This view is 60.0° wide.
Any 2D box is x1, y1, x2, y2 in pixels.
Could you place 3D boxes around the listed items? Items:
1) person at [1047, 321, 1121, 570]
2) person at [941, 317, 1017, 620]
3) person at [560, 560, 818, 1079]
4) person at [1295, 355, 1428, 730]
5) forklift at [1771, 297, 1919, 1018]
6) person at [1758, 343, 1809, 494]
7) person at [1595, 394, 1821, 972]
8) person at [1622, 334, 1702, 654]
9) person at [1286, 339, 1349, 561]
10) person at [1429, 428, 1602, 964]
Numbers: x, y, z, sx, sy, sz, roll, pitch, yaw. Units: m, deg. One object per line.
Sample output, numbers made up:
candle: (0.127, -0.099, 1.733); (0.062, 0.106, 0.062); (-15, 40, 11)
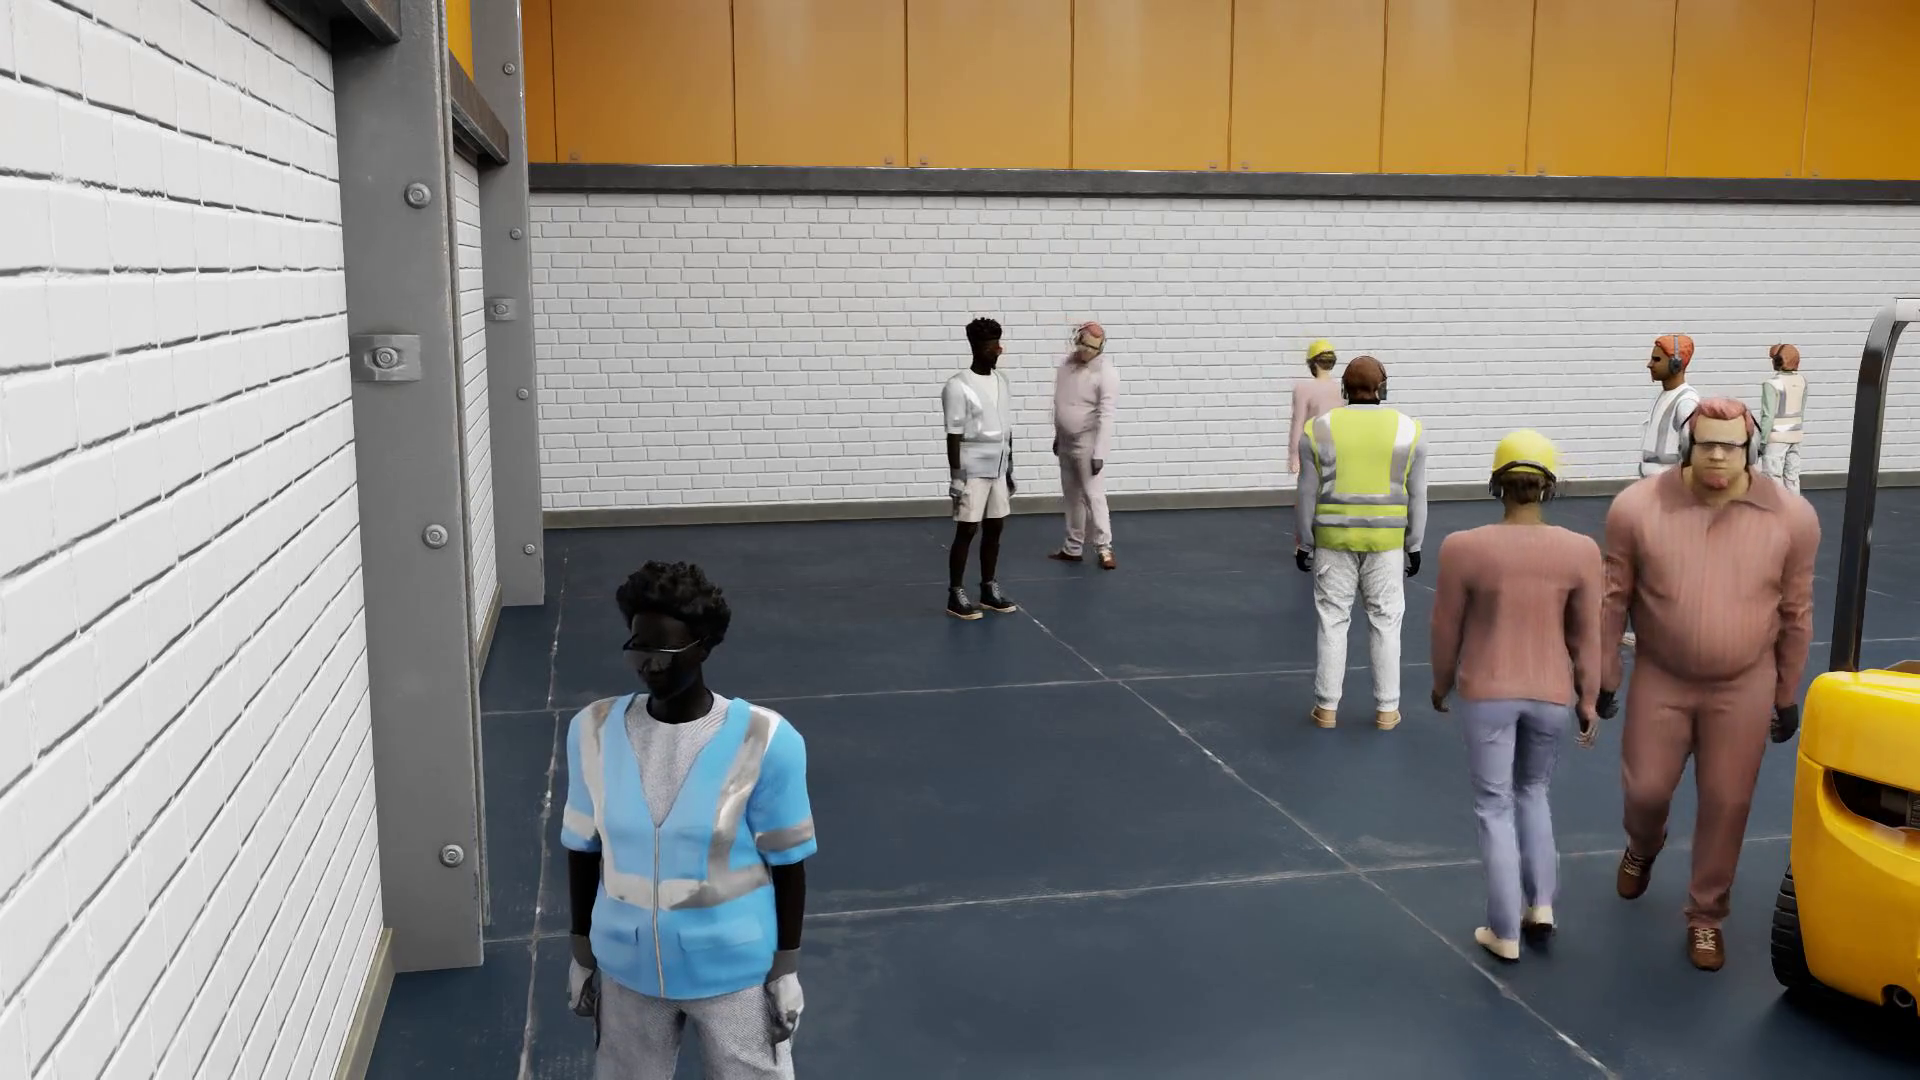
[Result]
person: (0.894, -0.721, 12.621); (0.396, 1.872, 0.739); (-6, 11, -33)
person: (0.141, -0.463, 10.762); (0.370, 1.953, 0.605); (8, 12, 41)
person: (-0.563, 0.871, 3.408); (0.540, 1.696, 0.317); (2, 10, 12)
person: (1.963, 0.017, 8.186); (0.632, 1.840, 0.429); (2, 9, 10)
forklift: (3.542, 0.334, 5.177); (2.313, 2.155, 1.214); (-9, 13, -43)
person: (6.817, -0.810, 13.826); (0.512, 1.642, 0.311); (-5, 11, -28)
person: (2.449, 0.438, 5.526); (0.658, 1.880, 0.627); (4, 10, 21)
person: (4.128, -0.253, 9.701); (0.358, 1.882, 0.574); (1, 9, 8)
person: (2.710, -0.652, 12.634); (0.550, 1.751, 0.623); (-4, 10, -23)
person: (1.812, 0.509, 5.482); (0.521, 1.743, 0.469); (0, 9, 0)
